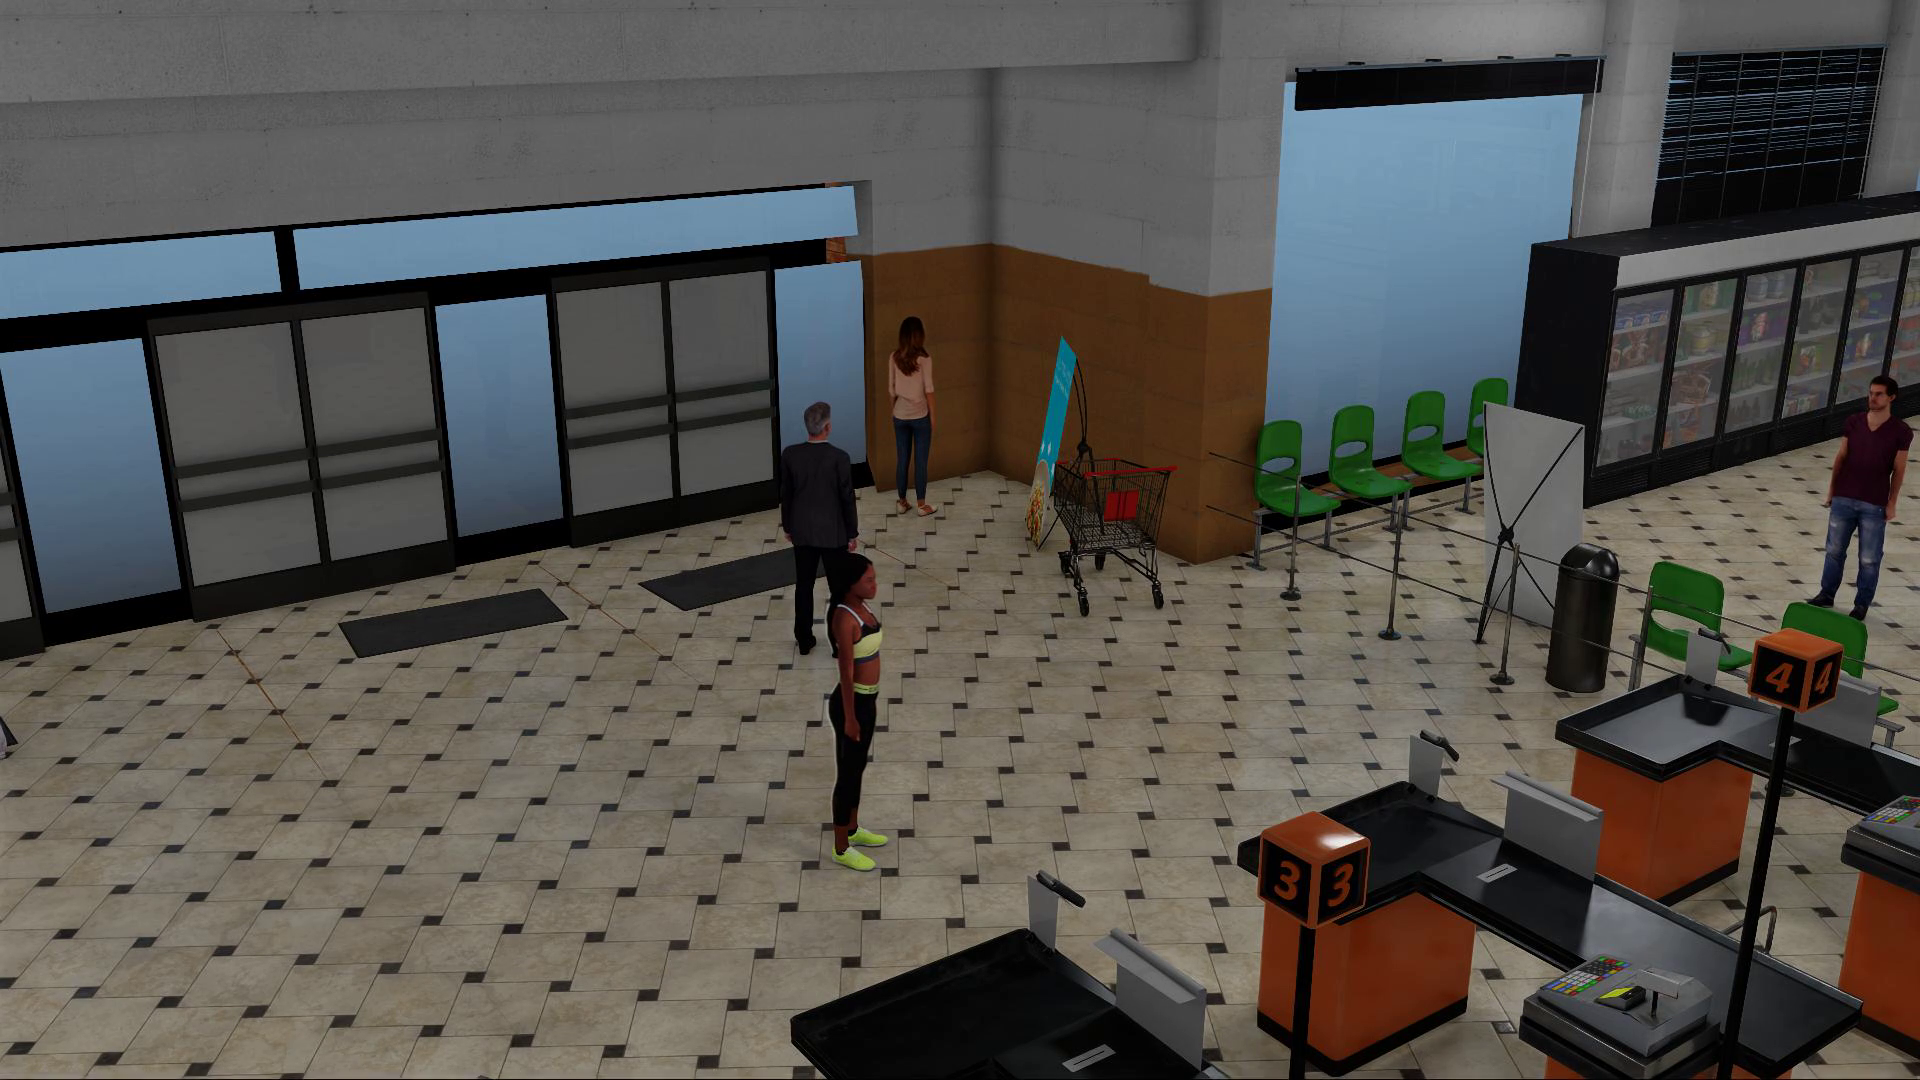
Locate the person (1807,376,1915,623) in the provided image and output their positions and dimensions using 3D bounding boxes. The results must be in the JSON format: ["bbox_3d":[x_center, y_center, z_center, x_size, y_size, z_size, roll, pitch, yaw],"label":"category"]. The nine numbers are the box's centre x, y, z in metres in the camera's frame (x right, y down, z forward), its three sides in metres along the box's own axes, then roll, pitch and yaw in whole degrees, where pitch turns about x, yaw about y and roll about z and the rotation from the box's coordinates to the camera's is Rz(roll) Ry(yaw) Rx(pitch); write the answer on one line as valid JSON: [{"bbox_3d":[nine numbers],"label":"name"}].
[{"bbox_3d":[6.739,-0.328,12.410,0.718,1.855,0.492,-14,23,-36],"label":"person"}]

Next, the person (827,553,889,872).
[{"bbox_3d":[-0.575,0.899,8.930,0.695,1.754,0.640,4,19,11],"label":"person"}]

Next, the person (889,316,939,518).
[{"bbox_3d":[-0.429,-1.101,14.801,0.619,1.792,0.731,9,21,25],"label":"person"}]

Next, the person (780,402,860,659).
[{"bbox_3d":[-0.982,-0.076,11.688,0.773,1.840,0.867,5,19,15],"label":"person"}]
